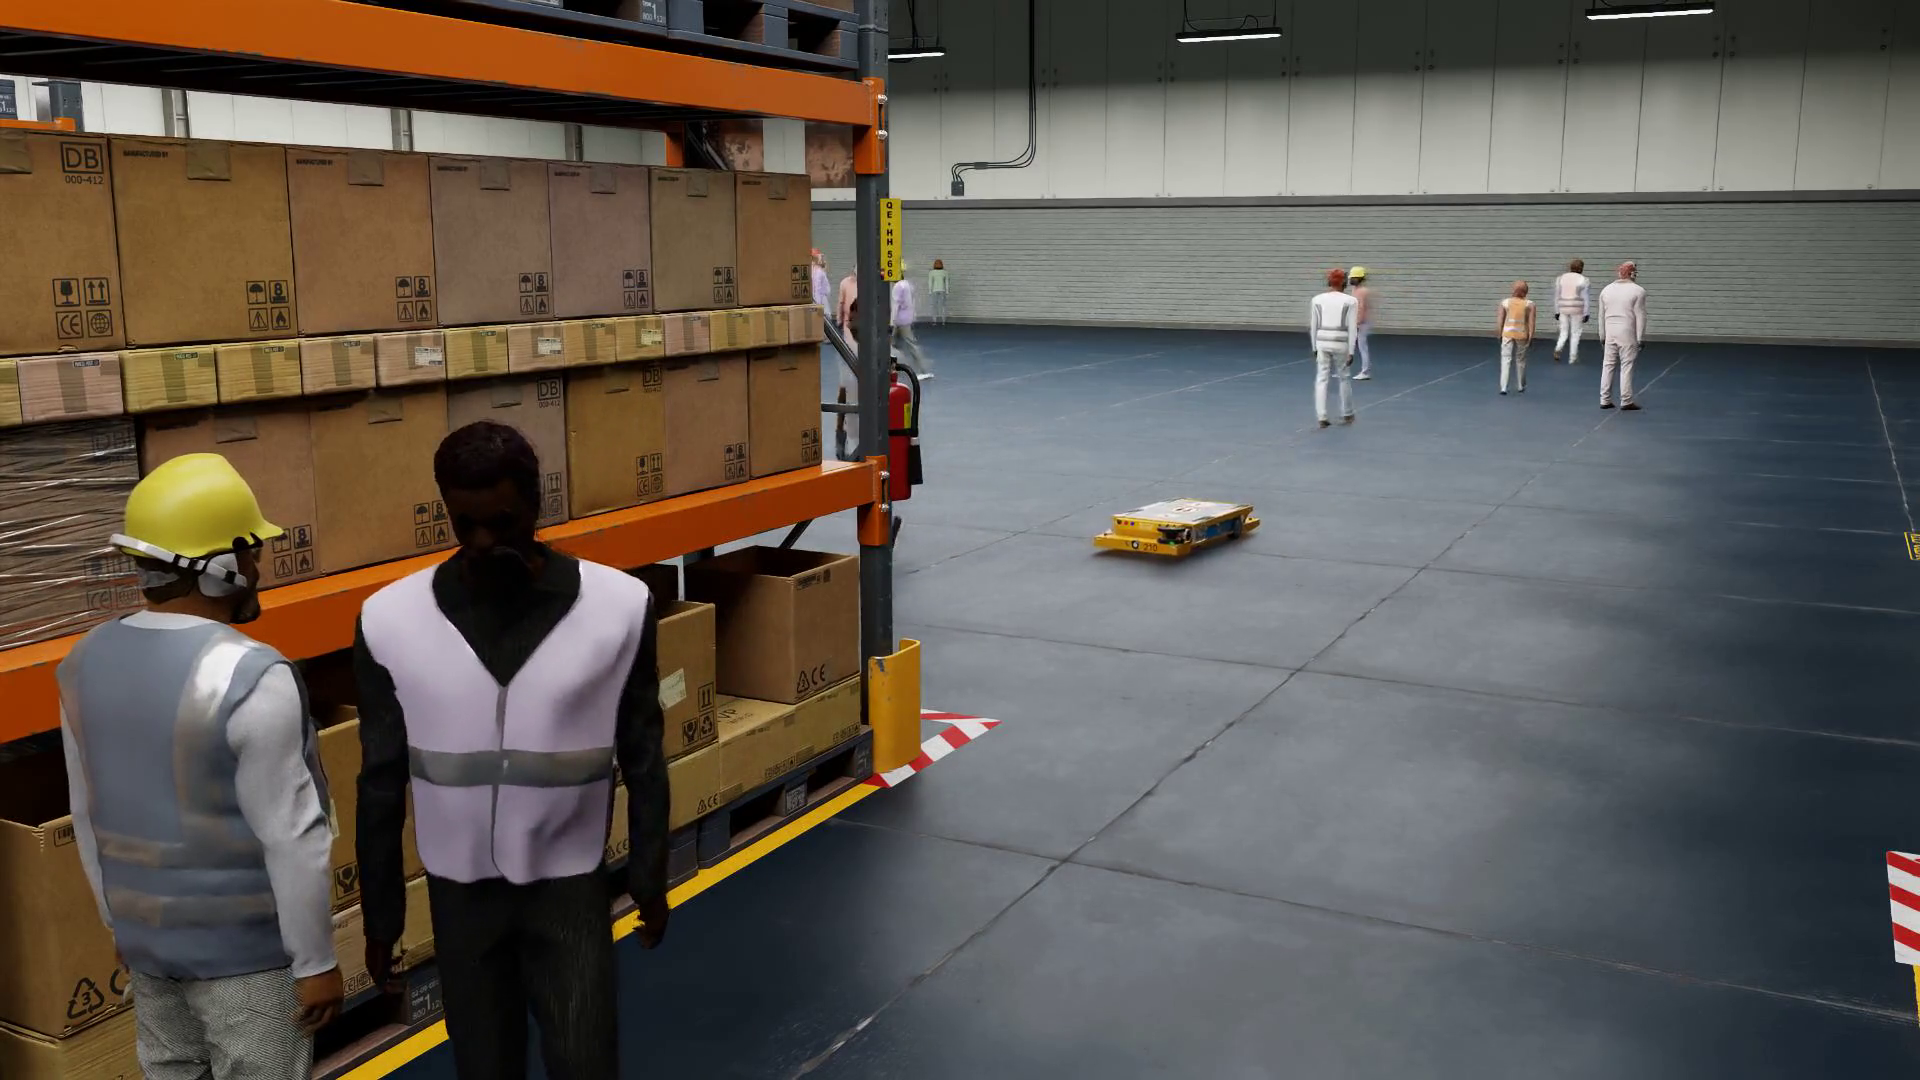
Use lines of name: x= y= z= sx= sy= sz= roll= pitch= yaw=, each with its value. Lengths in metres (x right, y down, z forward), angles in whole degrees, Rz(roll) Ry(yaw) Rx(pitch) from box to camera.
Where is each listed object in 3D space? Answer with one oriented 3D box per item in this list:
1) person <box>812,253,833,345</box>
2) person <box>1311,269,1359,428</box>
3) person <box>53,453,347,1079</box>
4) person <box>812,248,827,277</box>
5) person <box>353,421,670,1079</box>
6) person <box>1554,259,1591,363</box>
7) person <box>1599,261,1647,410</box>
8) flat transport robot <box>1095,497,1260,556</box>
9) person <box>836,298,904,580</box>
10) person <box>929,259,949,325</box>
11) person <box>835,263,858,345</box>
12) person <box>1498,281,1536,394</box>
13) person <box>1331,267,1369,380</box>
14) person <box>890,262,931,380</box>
person: x=-2.926 y=-4.936 z=34.118 sx=0.881 sy=1.875 sz=0.651 roll=-2 pitch=11 yaw=-10
person: x=4.428 y=-2.256 z=19.584 sx=0.580 sy=1.848 sz=0.917 roll=5 pitch=12 yaw=28
person: x=-1.435 y=0.745 z=3.245 sx=0.589 sy=1.835 sz=0.404 roll=5 pitch=12 yaw=26
person: x=-3.480 y=-6.077 z=40.152 sx=0.545 sy=1.942 sz=0.351 roll=-3 pitch=11 yaw=-15
person: x=-0.893 y=0.692 z=3.363 sx=0.607 sy=1.893 sz=0.441 roll=-2 pitch=11 yaw=-9
person: x=10.721 y=-3.993 z=29.104 sx=0.456 sy=1.825 sz=0.644 roll=-9 pitch=14 yaw=-42
person: x=8.557 y=-2.627 z=21.441 sx=0.403 sy=1.904 sz=0.652 roll=-7 pitch=12 yaw=-33
flat transport robot: x=1.618 y=-0.117 z=12.214 sx=0.652 sy=0.197 sz=1.431 roll=7 pitch=12 yaw=33
person: x=-0.564 y=-0.688 z=11.030 sx=0.525 sy=1.850 sz=0.717 roll=6 pitch=12 yaw=30
person: x=-0.534 y=-6.219 z=41.760 sx=0.507 sy=1.635 sz=0.273 roll=-1 pitch=10 yaw=-8
person: x=-1.540 y=-3.274 z=25.146 sx=0.709 sy=1.838 sz=0.968 roll=-1 pitch=10 yaw=-8
person: x=7.890 y=-2.868 z=23.610 sx=0.527 sy=1.593 sz=0.884 roll=5 pitch=12 yaw=27
person: x=6.071 y=-3.352 z=25.799 sx=0.686 sy=1.739 sz=0.553 roll=-1 pitch=10 yaw=-7
person: x=-0.914 y=-3.395 z=25.737 sx=1.012 sy=1.870 sz=0.607 roll=1 pitch=10 yaw=3
